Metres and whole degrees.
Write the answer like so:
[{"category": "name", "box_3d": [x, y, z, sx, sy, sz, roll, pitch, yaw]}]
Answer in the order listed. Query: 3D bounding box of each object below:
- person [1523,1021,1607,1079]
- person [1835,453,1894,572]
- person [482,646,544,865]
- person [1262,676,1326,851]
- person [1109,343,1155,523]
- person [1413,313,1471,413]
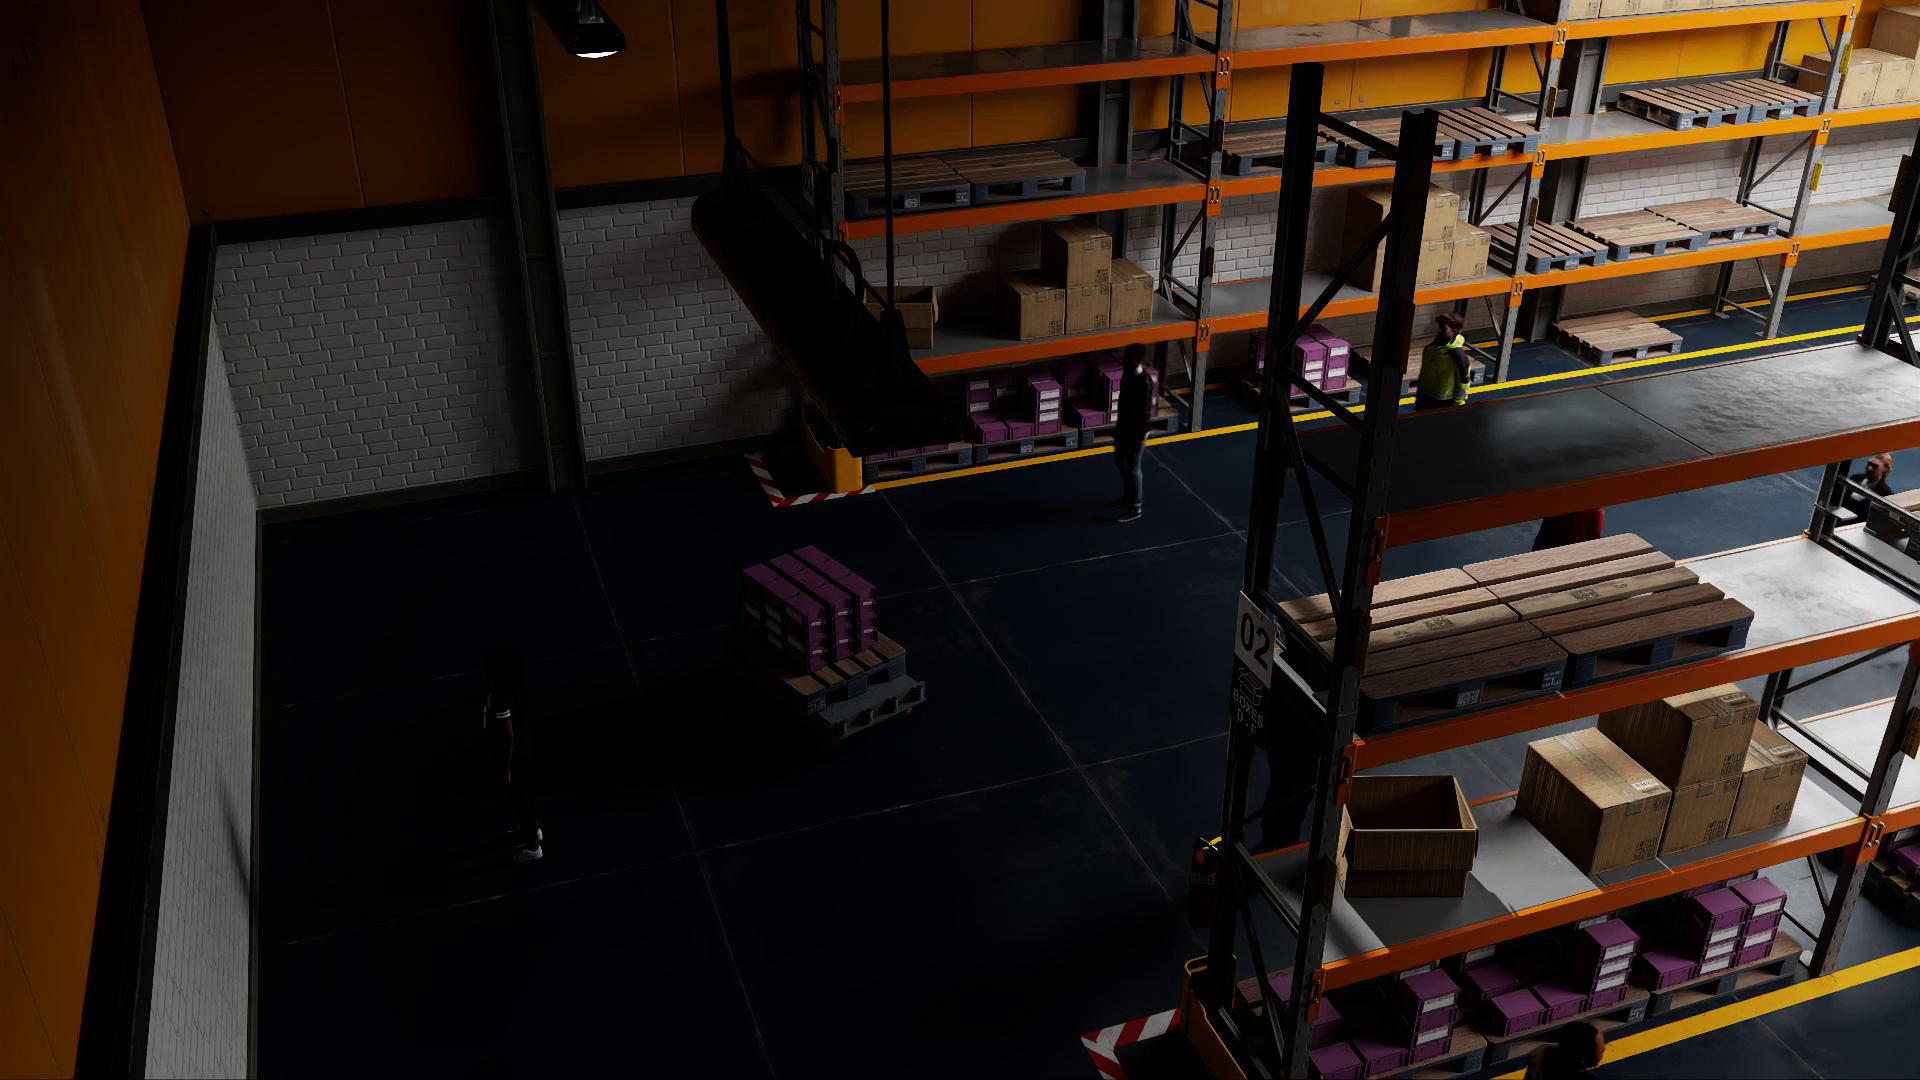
[{"category": "person", "box_3d": [2.965, 3.154, 8.374, 0.683, 1.904, 0.751, -4, 29, -7]}, {"category": "person", "box_3d": [7.821, -0.011, 14.423, 1.046, 1.669, 0.585, -10, 30, -18]}, {"category": "person", "box_3d": [-3.134, 1.478, 11.631, 0.646, 1.728, 0.659, -4, 29, -7]}, {"category": "person", "box_3d": [2.296, 1.494, 11.484, 0.762, 1.842, 0.799, -19, 34, -30]}, {"category": "person", "box_3d": [1.711, -1.080, 16.224, 0.586, 1.820, 0.672, -11, 30, -19]}, {"category": "person", "box_3d": [4.766, -1.323, 16.502, 0.681, 1.981, 0.801, -14, 32, -24]}]
